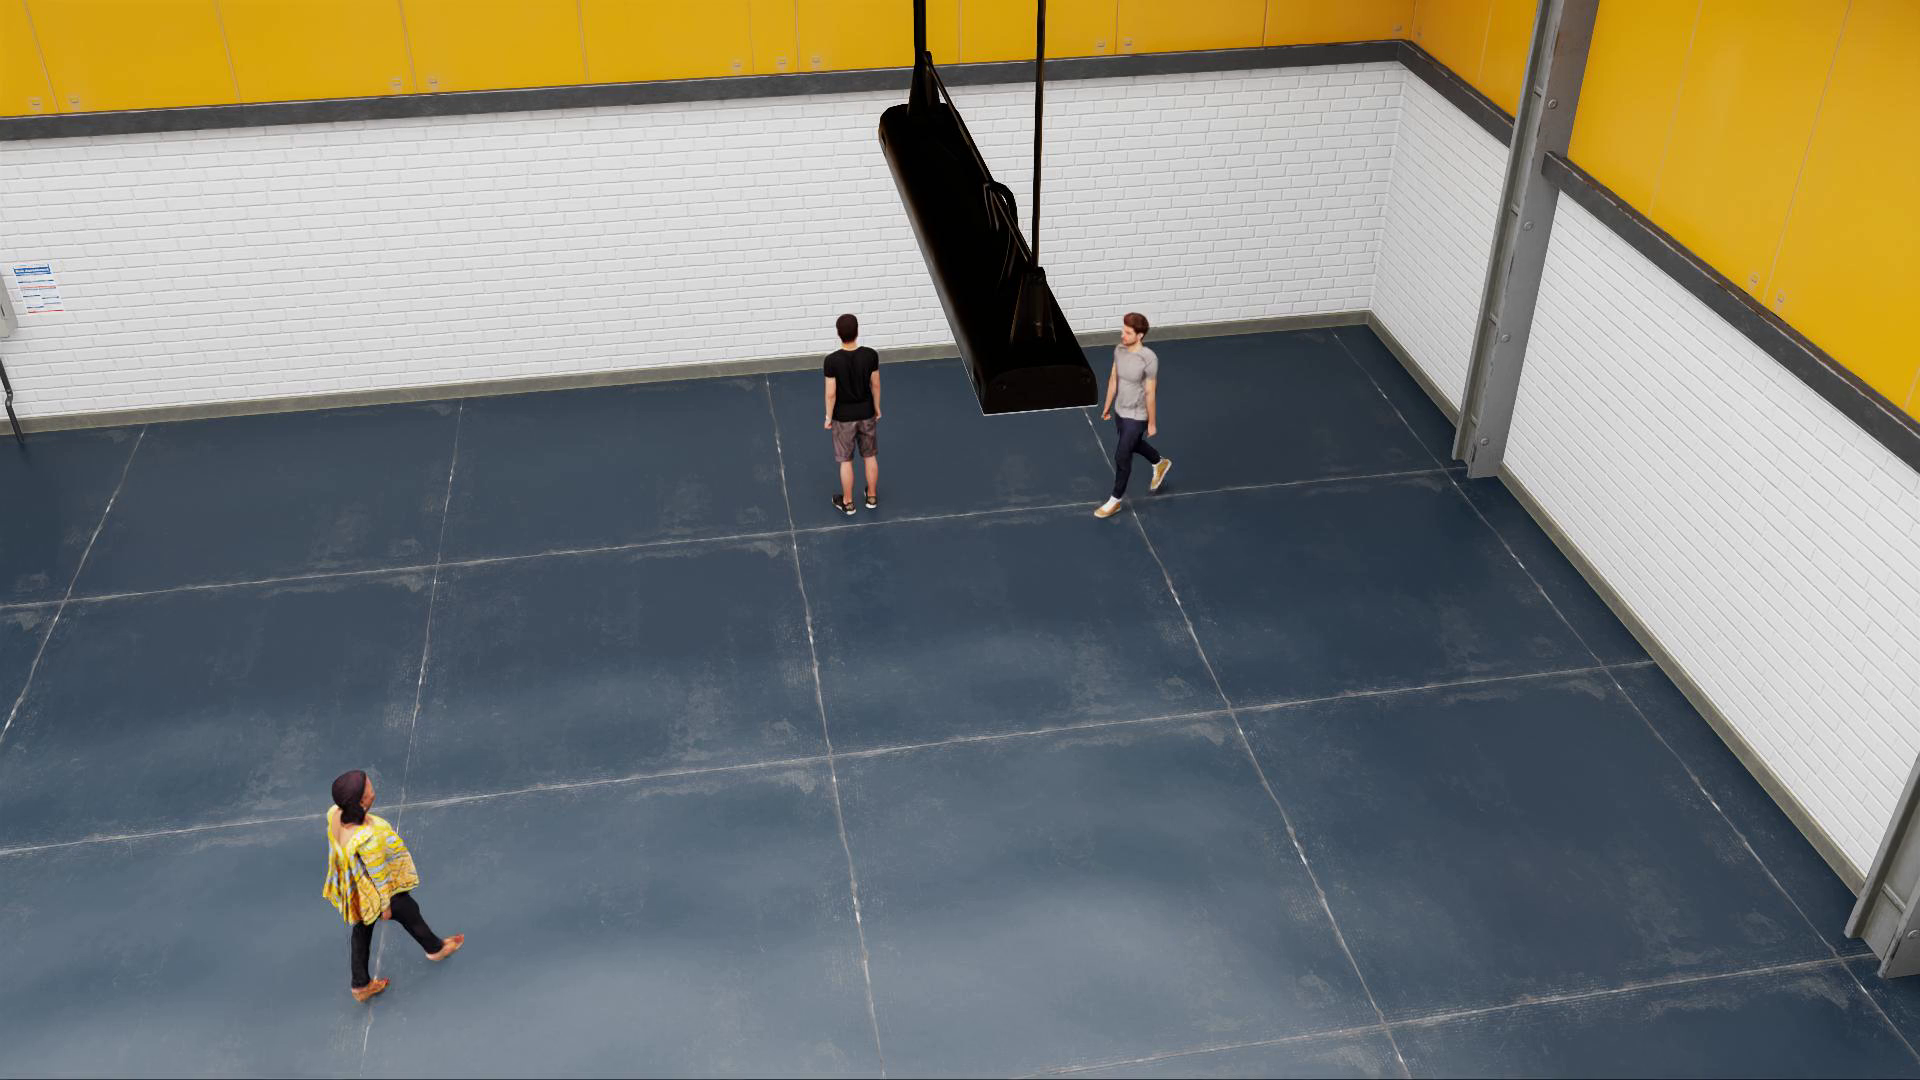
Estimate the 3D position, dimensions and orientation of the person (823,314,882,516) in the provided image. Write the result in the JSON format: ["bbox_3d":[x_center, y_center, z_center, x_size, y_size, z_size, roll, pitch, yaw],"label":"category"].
[{"bbox_3d":[-0.915,-1.077,14.269,0.726,1.860,0.658,-12,35,-17],"label":"person"}]

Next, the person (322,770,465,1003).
[{"bbox_3d":[-3.508,2.083,9.729,1.030,1.625,1.064,26,42,33],"label":"person"}]

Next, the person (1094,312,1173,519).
[{"bbox_3d":[1.557,-1.119,14.330,1.033,1.863,1.187,-20,39,-28],"label":"person"}]
